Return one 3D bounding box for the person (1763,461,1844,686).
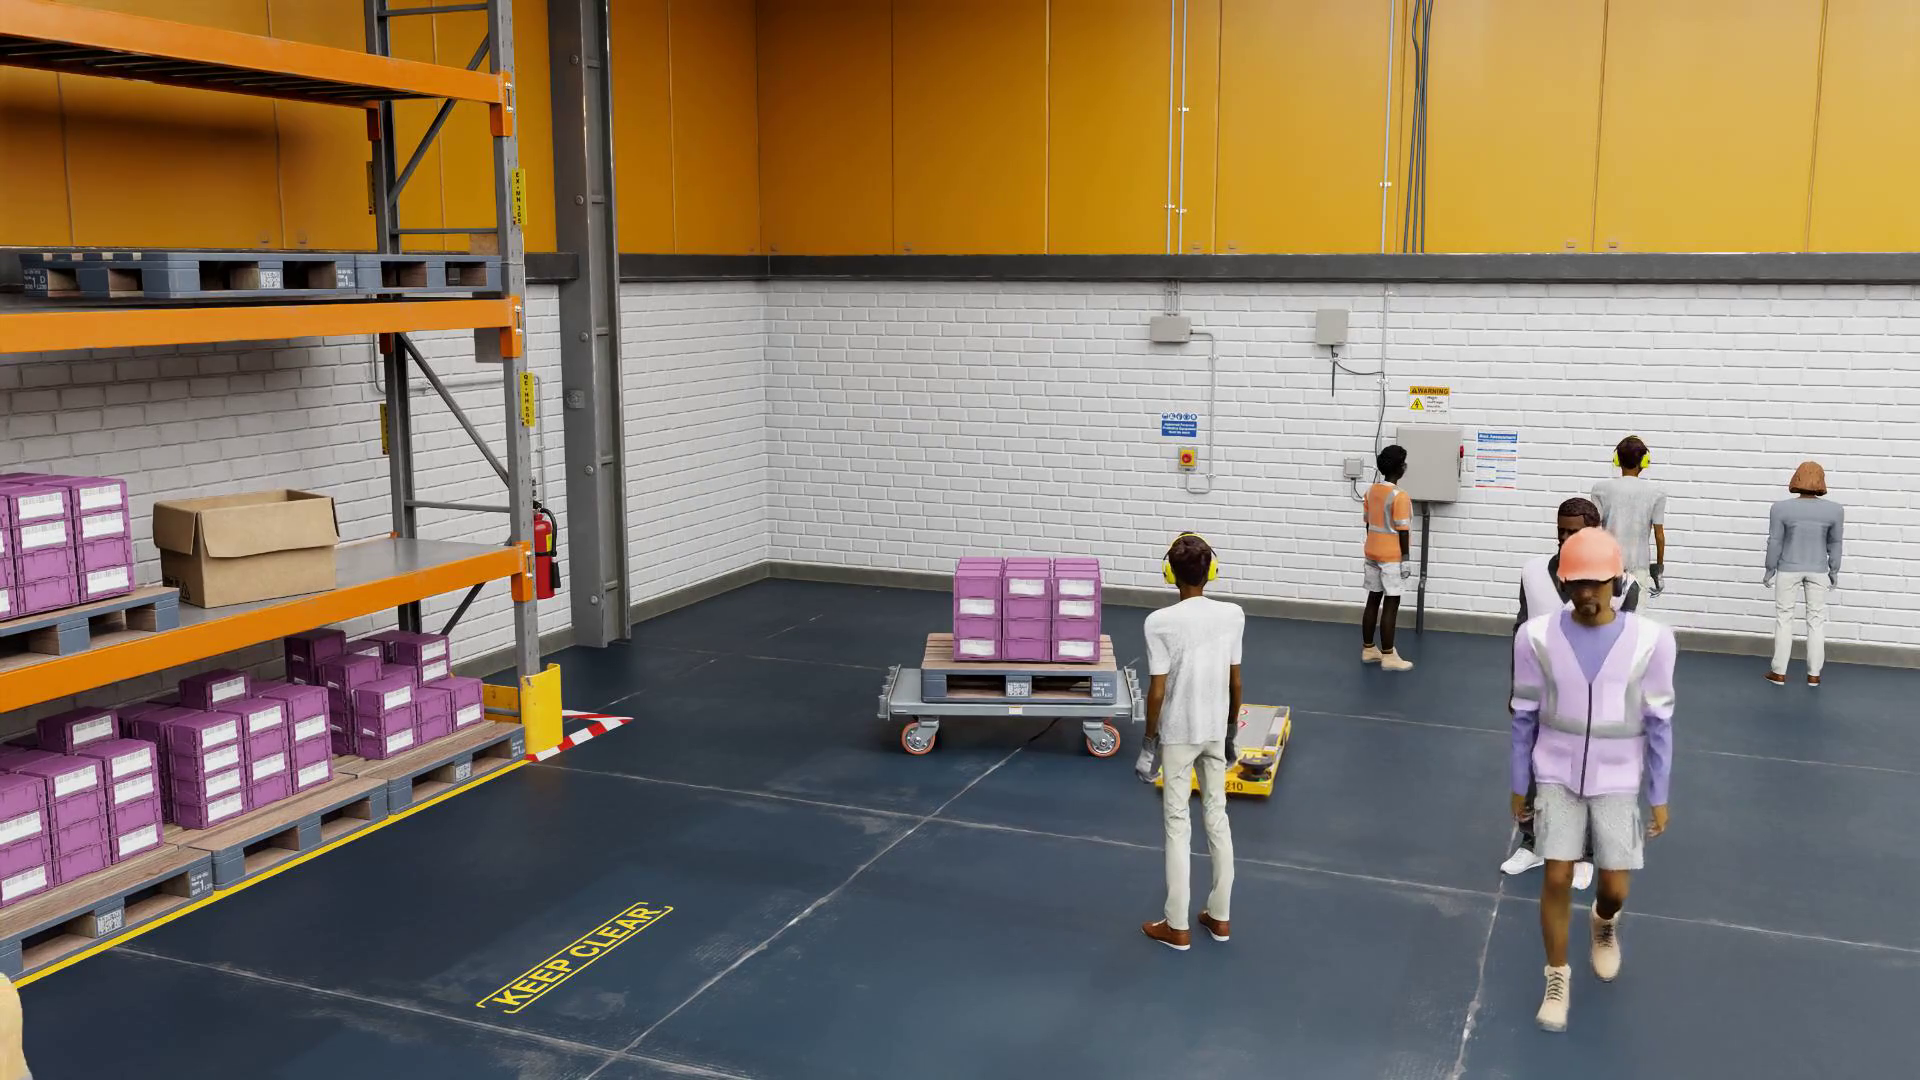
[{"bbox_3d":[6.088,0.245,12.030,0.507,1.632,0.275,2,10,13],"label":"person"}]

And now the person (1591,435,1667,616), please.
[{"bbox_3d":[4.617,0.209,11.562,0.533,1.861,0.311,4,10,22],"label":"person"}]

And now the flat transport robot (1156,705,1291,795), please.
[{"bbox_3d":[1.635,1.233,10.161,0.652,0.197,1.431,3,10,16],"label":"flat transport robot"}]

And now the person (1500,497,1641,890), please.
[{"bbox_3d":[2.996,0.738,8.179,0.587,1.920,0.392,8,12,40],"label":"person"}]

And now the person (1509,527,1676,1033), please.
[{"bbox_3d":[2.521,0.934,6.678,0.622,2.021,0.586,4,10,25],"label":"person"}]

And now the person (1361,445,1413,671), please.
[{"bbox_3d":[3.230,0.130,12.532,0.316,1.697,0.540,-3,10,-18],"label":"person"}]

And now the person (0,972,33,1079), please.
[{"bbox_3d":[-2.235,1.518,3.483,0.551,1.916,0.546,8,13,42],"label":"person"}]

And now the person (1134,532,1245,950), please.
[{"bbox_3d":[1.019,0.896,7.411,0.520,1.859,0.333,-4,10,-21],"label":"person"}]
